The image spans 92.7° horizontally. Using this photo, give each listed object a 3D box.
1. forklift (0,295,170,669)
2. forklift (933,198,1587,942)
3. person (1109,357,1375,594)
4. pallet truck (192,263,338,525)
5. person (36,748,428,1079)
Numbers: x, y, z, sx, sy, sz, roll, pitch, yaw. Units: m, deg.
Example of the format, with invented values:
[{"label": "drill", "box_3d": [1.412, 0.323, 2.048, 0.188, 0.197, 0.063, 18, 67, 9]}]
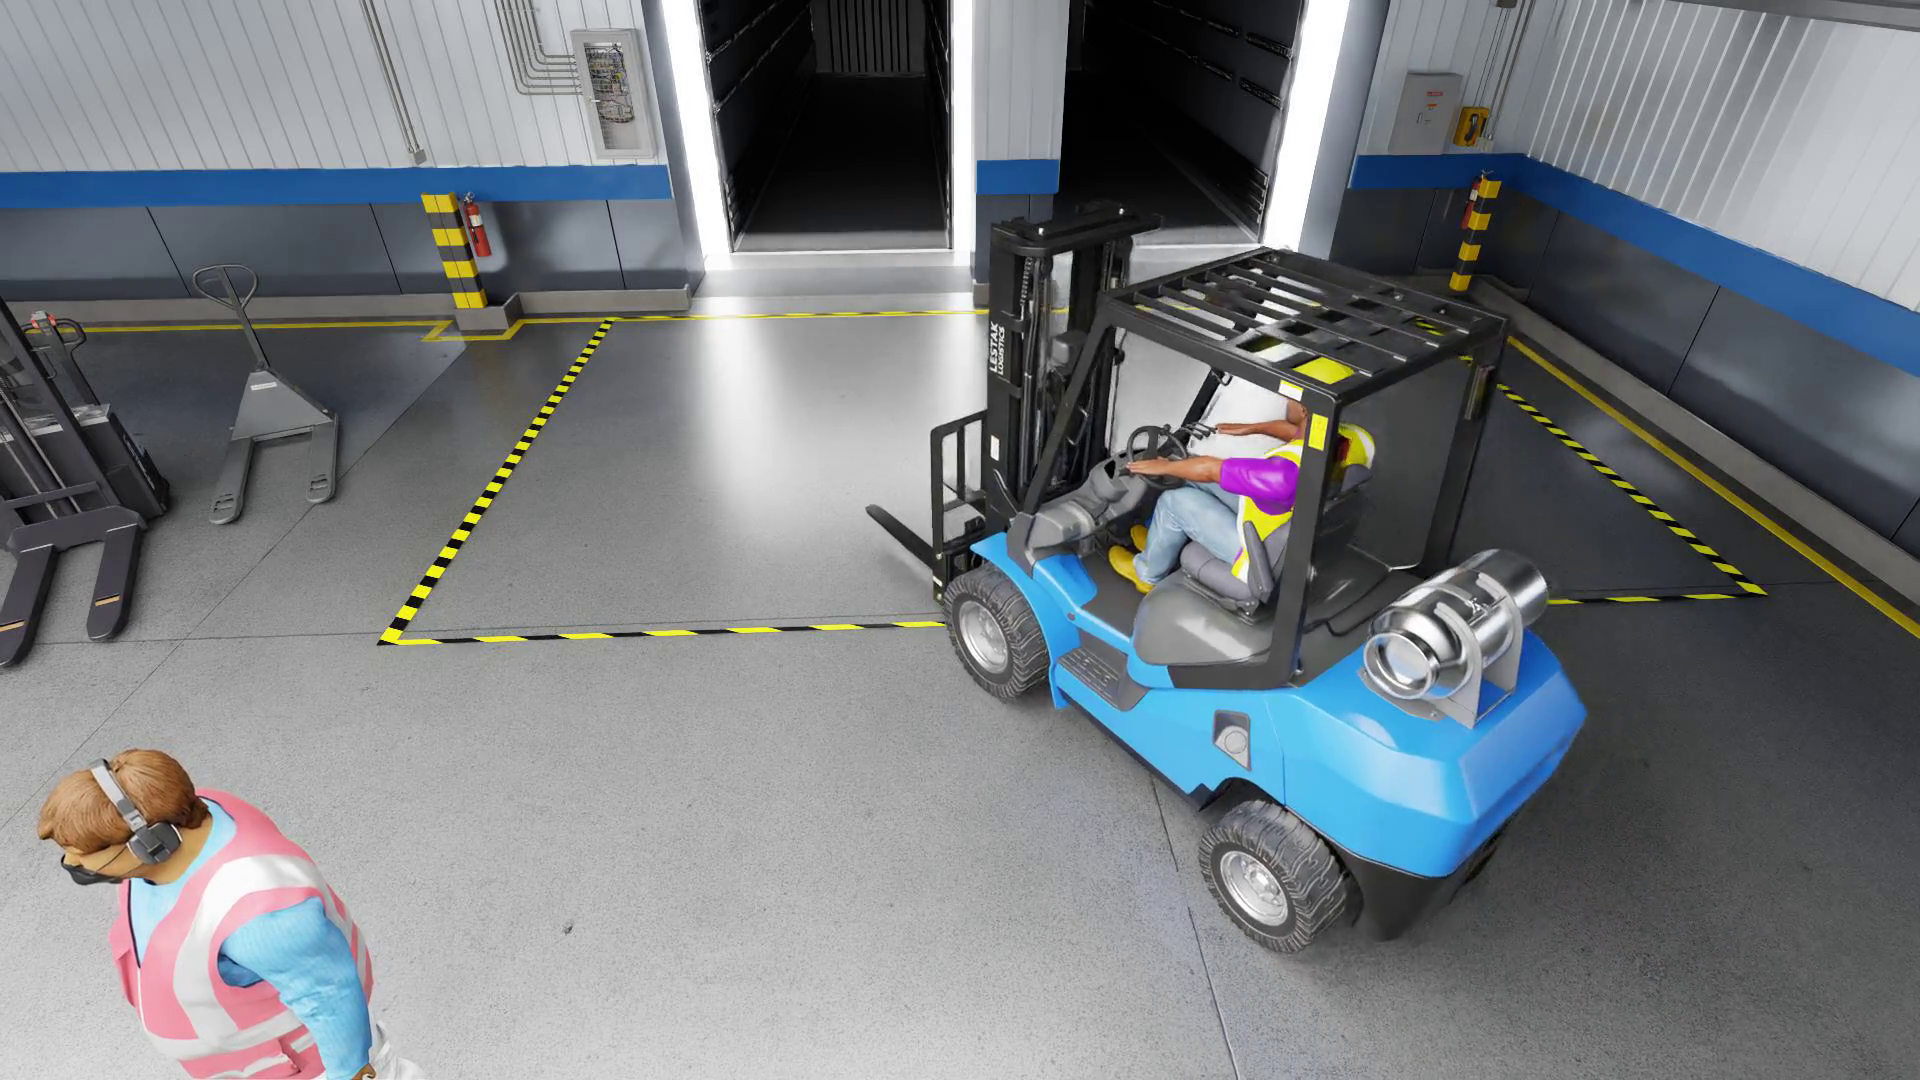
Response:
[{"label": "forklift", "box_3d": [-5.212, -0.618, 4.878, 0.823, 1.965, 1.885, -20, 39, -26]}, {"label": "forklift", "box_3d": [1.100, -0.066, 3.773, 1.157, 2.036, 2.680, -23, 41, -30]}, {"label": "person", "box_3d": [1.070, -0.249, 3.709, 0.635, 1.293, 1.004, -23, 41, -30]}, {"label": "pallet truck", "box_3d": [-4.778, -1.027, 6.128, 0.680, 1.201, 1.601, -17, 38, -23]}, {"label": "person", "box_3d": [-1.744, 1.221, 2.370, 0.632, 1.842, 0.429, 20, 39, 26]}]
